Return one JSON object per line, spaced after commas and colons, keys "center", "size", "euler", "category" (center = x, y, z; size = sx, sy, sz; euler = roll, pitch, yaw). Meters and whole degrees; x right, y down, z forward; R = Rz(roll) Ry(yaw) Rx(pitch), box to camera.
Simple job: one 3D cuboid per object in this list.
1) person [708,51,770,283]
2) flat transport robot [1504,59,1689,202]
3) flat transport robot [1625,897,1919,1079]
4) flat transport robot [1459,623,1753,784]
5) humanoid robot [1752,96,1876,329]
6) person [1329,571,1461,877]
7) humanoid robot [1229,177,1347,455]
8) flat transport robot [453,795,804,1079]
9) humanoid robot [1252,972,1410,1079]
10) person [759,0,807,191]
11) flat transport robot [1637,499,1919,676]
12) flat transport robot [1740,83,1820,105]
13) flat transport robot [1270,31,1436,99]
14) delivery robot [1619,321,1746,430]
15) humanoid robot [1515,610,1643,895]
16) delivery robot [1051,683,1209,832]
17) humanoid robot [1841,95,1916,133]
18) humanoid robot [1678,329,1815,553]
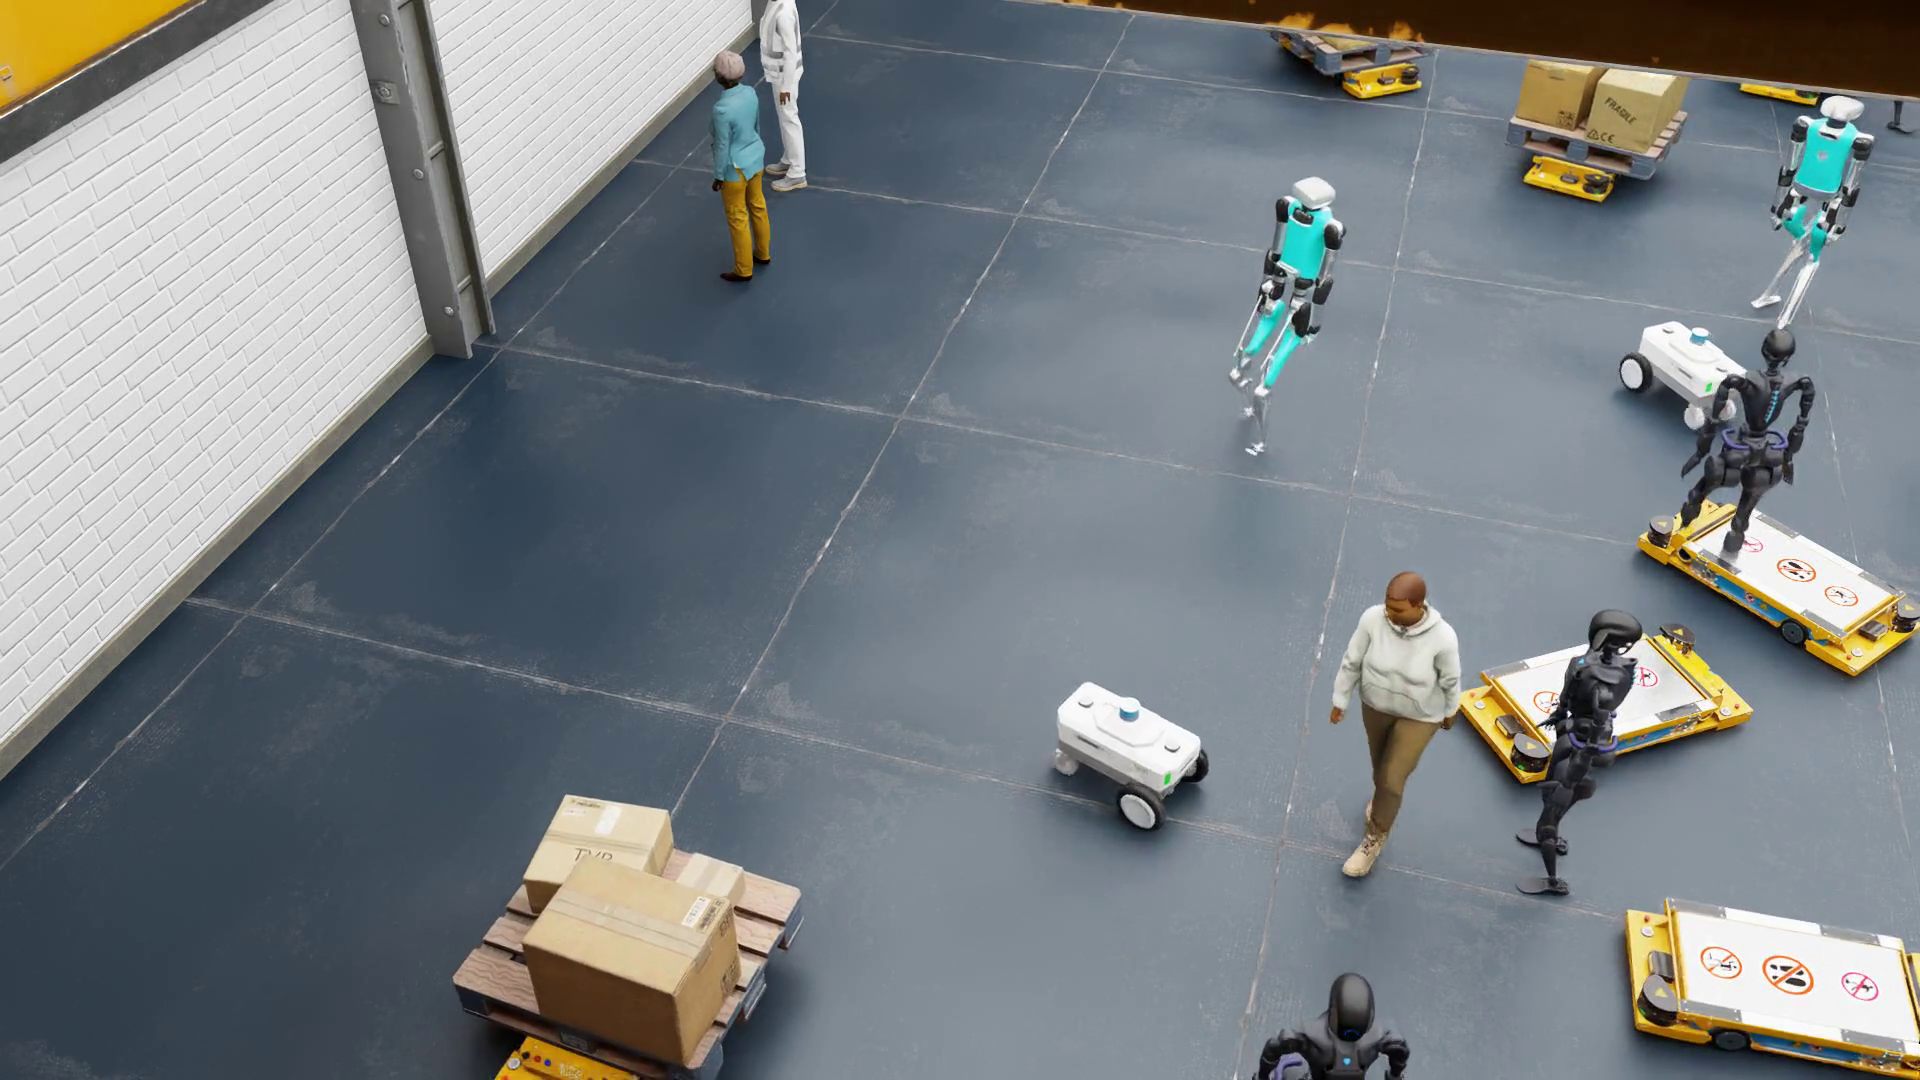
{"center": [-1.637, -2.740, 12.227], "size": [0.340, 1.754, 0.528], "euler": [18, 42, 21], "category": "person"}
{"center": [5.344, -3.283, 14.088], "size": [0.659, 0.231, 1.431], "euler": [23, 44, 26], "category": "flat transport robot"}
{"center": [3.777, 2.032, 7.477], "size": [1.431, 0.231, 0.659], "euler": [8, 40, 10], "category": "flat transport robot"}
{"center": [3.457, 0.864, 8.930], "size": [1.431, 0.231, 0.659], "euler": [-12, 40, -15], "category": "flat transport robot"}
{"center": [6.071, -2.342, 11.763], "size": [0.534, 1.808, 0.774], "euler": [31, 48, 32], "category": "humanoid robot"}
{"center": [2.017, 0.831, 7.800], "size": [0.529, 1.725, 0.782], "euler": [24, 45, 27], "category": "person"}
{"center": [1.943, -1.378, 10.579], "size": [0.799, 1.801, 0.531], "euler": [-24, 45, -27], "category": "humanoid robot"}
{"center": [-1.457, 2.001, 7.515], "size": [0.659, 0.231, 1.431], "euler": [14, 41, 17], "category": "flat transport robot"}
{"center": [1.335, 2.167, 6.187], "size": [0.615, 1.645, 0.445], "euler": [-1, 39, -1], "category": "humanoid robot"}
{"center": [-1.436, -3.741, 13.372], "size": [0.345, 1.879, 0.583], "euler": [-8, 39, -10], "category": "person"}
{"center": [4.781, 0.220, 9.731], "size": [0.659, 0.231, 1.431], "euler": [-24, 45, -27], "category": "flat transport robot"}
{"center": [7.779, -4.454, 15.545], "size": [0.659, 0.231, 1.431], "euler": [20, 43, 23], "category": "flat transport robot"}
{"center": [3.671, -4.545, 15.657], "size": [0.659, 0.231, 1.431], "euler": [-14, 41, -17], "category": "flat transport robot"}
{"center": [4.898, -1.156, 11.229], "size": [0.499, 0.613, 0.807], "euler": [-14, 41, -17], "category": "delivery robot"}
{"center": [2.842, 0.955, 7.691], "size": [0.319, 1.642, 0.603], "euler": [9, 40, 11], "category": "humanoid robot"}
{"center": [0.855, 1.054, 8.463], "size": [0.795, 0.592, 0.499], "euler": [25, 45, 28], "category": "delivery robot"}
{"center": [8.222, -4.405, 14.409], "size": [0.611, 1.629, 0.792], "euler": [-24, 45, -27], "category": "humanoid robot"}
{"center": [4.487, -0.506, 9.517], "size": [0.612, 1.638, 0.584], "euler": [2, 39, 2], "category": "humanoid robot"}
